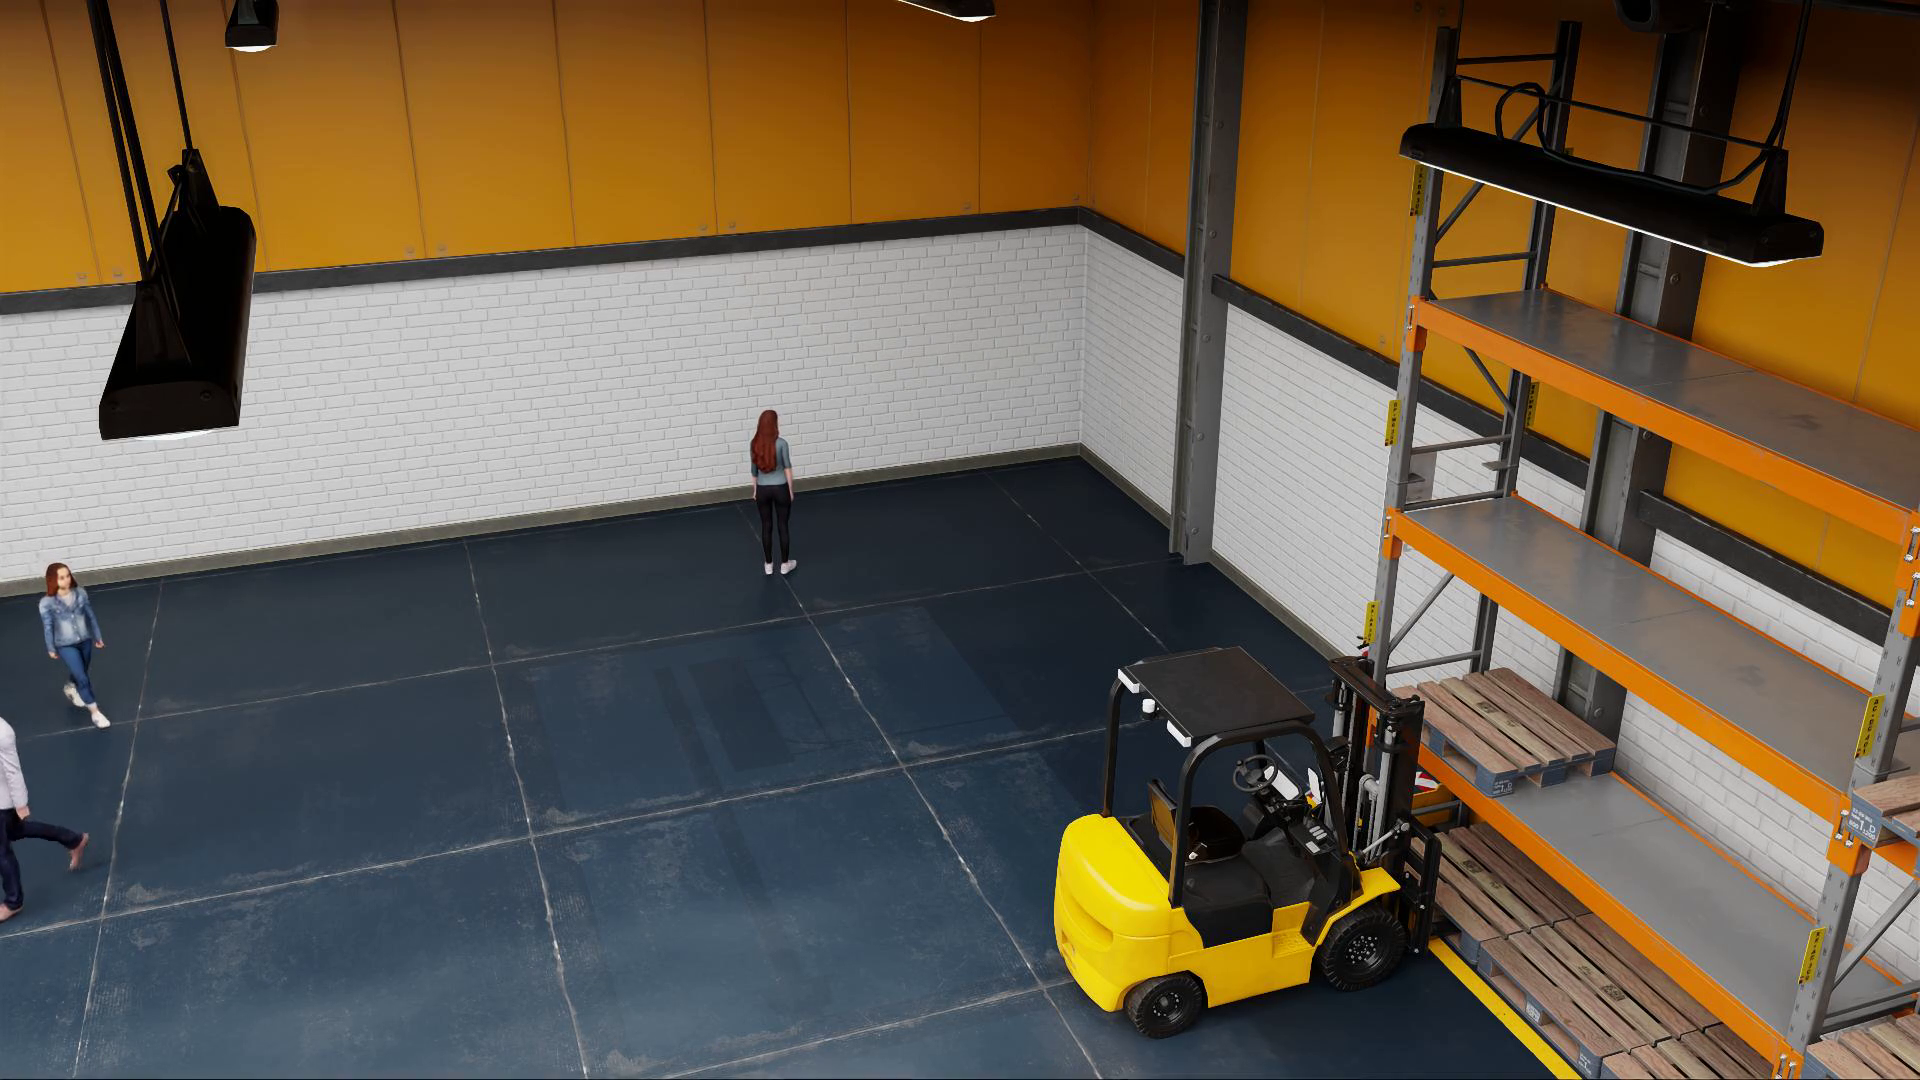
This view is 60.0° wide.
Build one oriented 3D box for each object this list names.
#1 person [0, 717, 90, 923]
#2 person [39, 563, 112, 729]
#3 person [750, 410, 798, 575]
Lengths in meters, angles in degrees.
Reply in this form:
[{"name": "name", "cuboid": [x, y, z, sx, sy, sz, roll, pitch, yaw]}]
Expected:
[{"name": "person", "cuboid": [-6.663, 1.749, 11.705, 1.155, 1.827, 1.085, 18, 30, 36]}, {"name": "person", "cuboid": [-7.611, 0.860, 14.204, 1.064, 1.453, 0.920, 15, 28, 30]}, {"name": "person", "cuboid": [-1.904, -0.483, 16.915, 0.663, 1.744, 0.679, 3, 24, 8]}]
